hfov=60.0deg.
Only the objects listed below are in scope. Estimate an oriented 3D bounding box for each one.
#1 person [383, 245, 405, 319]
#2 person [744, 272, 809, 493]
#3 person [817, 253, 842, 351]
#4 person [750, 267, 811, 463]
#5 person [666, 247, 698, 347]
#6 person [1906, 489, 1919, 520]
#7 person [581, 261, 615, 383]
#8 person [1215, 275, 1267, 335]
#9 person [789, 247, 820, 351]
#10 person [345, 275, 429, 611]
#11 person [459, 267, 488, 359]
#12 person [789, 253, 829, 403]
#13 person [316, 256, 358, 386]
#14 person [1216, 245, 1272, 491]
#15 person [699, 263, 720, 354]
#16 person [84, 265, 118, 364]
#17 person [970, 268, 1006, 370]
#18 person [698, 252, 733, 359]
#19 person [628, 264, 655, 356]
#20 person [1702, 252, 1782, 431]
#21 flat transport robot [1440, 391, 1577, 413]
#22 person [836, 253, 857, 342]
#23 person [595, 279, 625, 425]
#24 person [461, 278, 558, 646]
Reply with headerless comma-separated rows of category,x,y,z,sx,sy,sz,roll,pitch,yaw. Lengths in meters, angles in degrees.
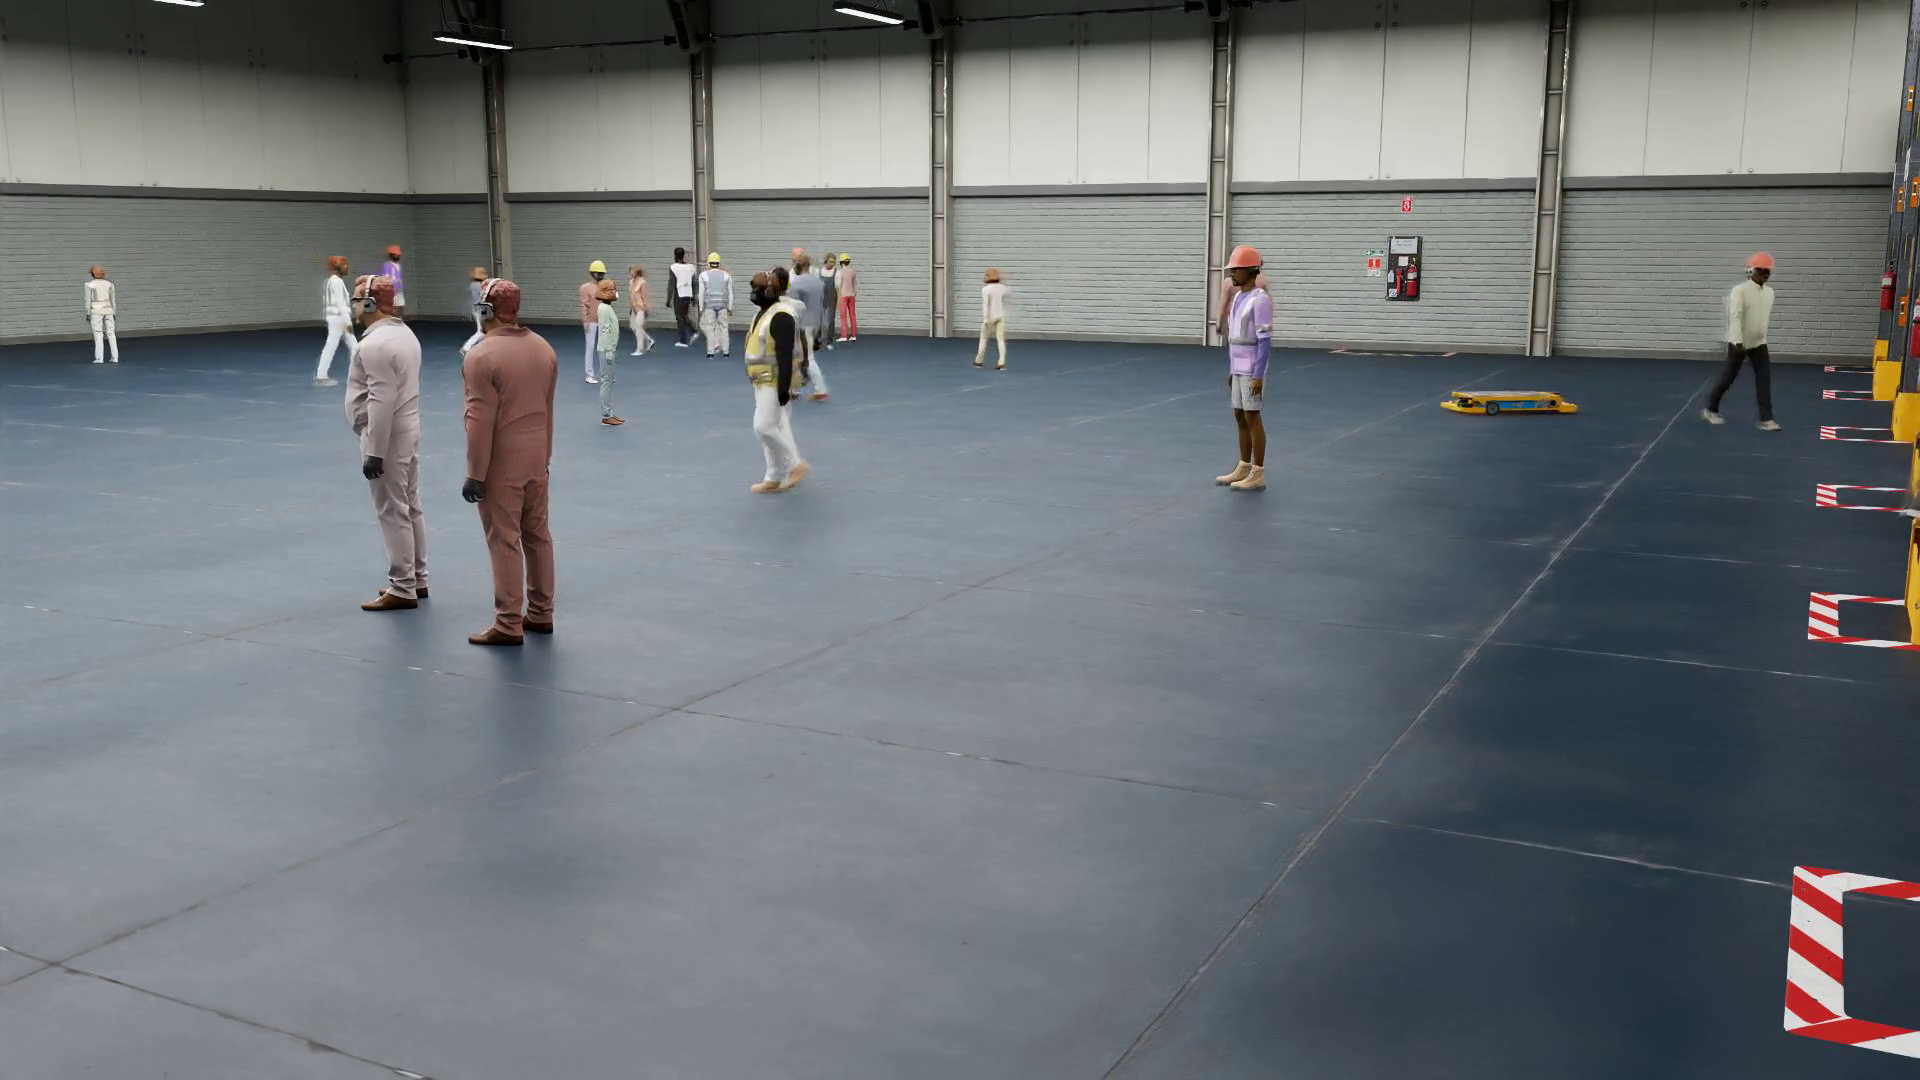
person,-12.003,-5.265,35.160,0.641,1.922,0.559,3,11,15
person,-1.559,-1.281,13.684,0.436,1.831,0.653,-4,11,-22
person,-2.436,-4.392,30.721,0.538,1.803,0.471,1,10,8
person,-1.720,-1.647,15.685,0.553,1.829,0.808,-7,12,-32
person,-5.336,-4.651,31.874,0.434,1.901,0.594,7,13,35
person,7.547,-1.021,12.172,1.016,1.866,0.602,5,11,24
person,-5.226,-3.142,24.033,0.336,1.766,0.528,10,14,43
person,3.823,-2.998,22.927,0.679,1.868,0.905,-4,11,-19
person,-2.765,-4.292,29.885,0.583,1.914,0.590,-5,12,-27
person,-3.294,-0.553,9.517,0.403,1.906,0.652,0,10,-2
person,-8.194,-3.830,28.220,0.746,1.609,0.509,-10,15,-44
person,-2.014,-2.706,21.272,0.843,1.906,0.651,5,12,26
person,-8.719,-3.098,23.589,0.996,1.828,0.606,-3,11,-17
person,2.377,-1.433,13.941,0.392,2.041,0.615,-2,11,-12
person,-4.488,-4.157,29.941,0.362,1.630,0.531,5,12,25
person,-14.316,-3.755,27.734,0.315,1.629,0.509,7,12,32
person,0.468,-3.516,26.510,0.503,1.599,0.800,-8,13,-36
person,-4.218,-4.032,28.684,0.598,1.830,0.403,-4,11,-20
person,-5.642,-4.072,29.456,0.430,1.620,0.541,-8,13,-38
person,8.719,-2.209,18.457,0.607,1.952,1.024,-3,11,-16
flat transport robot,6.611,-1.669,20.064,1.431,0.197,0.652,-1,10,-5
person,-2.305,-4.864,33.402,0.526,1.769,0.328,-8,13,-39
person,-3.954,-2.115,18.767,0.286,1.636,0.500,-1,10,-7
person,-2.376,-0.402,8.694,0.409,1.909,0.640,4,11,22
